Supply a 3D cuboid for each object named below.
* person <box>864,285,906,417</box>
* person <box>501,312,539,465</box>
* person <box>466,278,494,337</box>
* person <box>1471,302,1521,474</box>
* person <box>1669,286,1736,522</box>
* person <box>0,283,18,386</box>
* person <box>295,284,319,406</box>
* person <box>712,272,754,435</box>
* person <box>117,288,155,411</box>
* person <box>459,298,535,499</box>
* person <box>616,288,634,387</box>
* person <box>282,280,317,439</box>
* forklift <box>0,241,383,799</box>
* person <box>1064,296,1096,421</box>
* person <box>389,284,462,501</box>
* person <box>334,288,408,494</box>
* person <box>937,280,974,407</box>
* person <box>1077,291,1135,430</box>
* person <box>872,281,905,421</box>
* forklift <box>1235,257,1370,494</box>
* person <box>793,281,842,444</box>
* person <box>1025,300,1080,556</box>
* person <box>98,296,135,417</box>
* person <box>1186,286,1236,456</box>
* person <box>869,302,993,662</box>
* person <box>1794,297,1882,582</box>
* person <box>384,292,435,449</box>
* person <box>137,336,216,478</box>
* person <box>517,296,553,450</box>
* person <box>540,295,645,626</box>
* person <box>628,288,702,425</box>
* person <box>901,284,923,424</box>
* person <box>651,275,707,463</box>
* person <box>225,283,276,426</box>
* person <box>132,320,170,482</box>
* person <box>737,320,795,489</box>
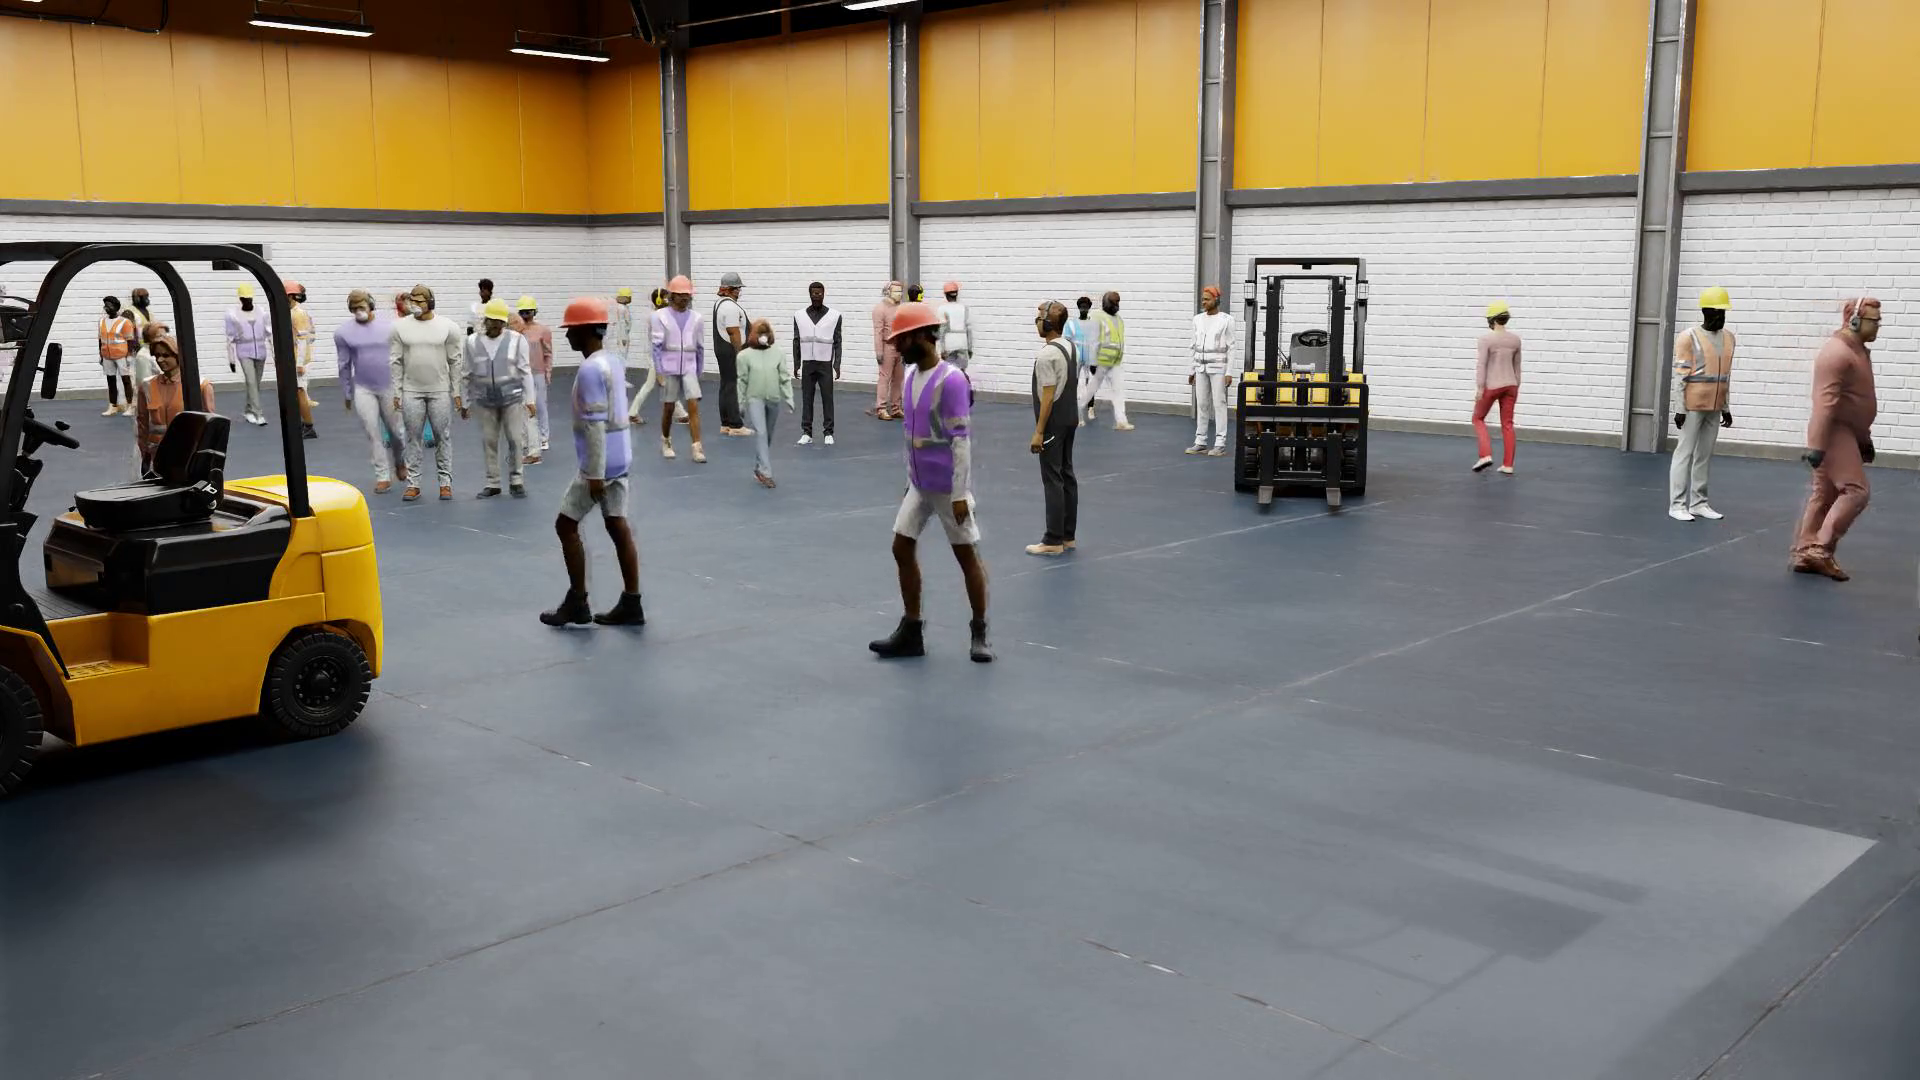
[{"bbox_3d":[-0.901,-2.674,23.420,1.015,1.877,0.672,-3,10,-20],"label":"person"},{"bbox_3d":[-4.675,-1.580,17.508,0.532,1.612,0.473,6,11,34],"label":"person"},{"bbox_3d":[-6.985,-2.910,24.686,0.608,1.944,0.868,1,9,8],"label":"person"},{"bbox_3d":[5.460,-1.539,16.885,0.533,1.734,0.485,-3,10,-19],"label":"person"},{"bbox_3d":[6.142,-1.118,13.713,0.589,1.927,0.387,-4,10,-22],"label":"person"},{"bbox_3d":[-13.374,-2.605,22.992,0.668,1.871,0.582,2,10,14],"label":"person"},{"bbox_3d":[-9.952,-2.933,25.112,0.429,1.843,0.624,-6,11,-32],"label":"person"},{"bbox_3d":[-2.810,-2.334,20.822,0.538,2.000,0.684,-4,10,-24],"label":"person"},{"bbox_3d":[-11.884,-2.753,24.186,0.975,1.795,0.626,2,9,12],"label":"person"},{"bbox_3d":[-4.153,-1.258,14.945,0.666,1.811,0.442,-1,9,-5],"label":"person"},{"bbox_3d":[-5.877,-3.553,29.208,0.319,1.743,0.488,-1,9,-7],"label":"person"},{"bbox_3d":[-8.130,-2.183,20.268,0.414,1.929,0.561,-5,10,-27],"label":"person"},{"bbox_3d":[-3.706,-0.171,7.093,1.214,2.155,2.313,9,13,43],"label":"forklift"},{"bbox_3d":[1.679,-2.477,22.750,0.534,1.698,0.318,0,9,3],"label":"person"},{"bbox_3d":[-4.775,-1.317,14.910,0.628,1.937,0.378,-1,9,-9],"label":"person"},{"bbox_3d":[-5.431,-1.400,15.533,0.699,1.902,0.712,-1,9,-8],"label":"person"},{"bbox_3d":[-0.051,-2.839,24.326,0.559,1.909,0.747,-4,10,-22],"label":"person"},{"bbox_3d":[1.842,-2.336,21.610,0.957,1.801,0.633,9,13,44],"label":"person"},{"bbox_3d":[-0.905,-2.594,22.837,0.402,1.904,0.652,8,12,40],"label":"person"},{"bbox_3d":[3.309,-1.629,16.029,1.214,2.155,2.313,2,9,11],"label":"forklift"},{"bbox_3d":[-1.686,-2.088,19.682,0.591,1.921,0.390,1,9,6],"label":"person"},{"bbox_3d":[0.676,-0.804,12.037,0.343,1.847,0.506,5,11,29],"label":"person"},{"bbox_3d":[-11.832,-2.568,23.312,0.532,1.697,0.319,1,9,8],"label":"person"},{"bbox_3d":[2.785,-1.872,18.474,0.586,1.879,0.341,9,13,44],"label":"person"},{"bbox_3d":[-0.155,-0.295,8.776,0.627,1.892,0.641,-7,11,-35],"label":"person"},{"bbox_3d":[5.864,-0.665,11.073,0.535,1.888,0.661,6,11,34],"label":"person"},{"bbox_3d":[-6.286,-1.932,19.088,0.952,1.794,0.593,3,10,15],"label":"person"},{"bbox_3d":[-5.107,-0.513,10.884,0.521,1.639,0.311,0,9,3],"label":"person"},{"bbox_3d":[-4.914,-1.900,19.003,0.525,1.769,0.312,0,9,0],"label":"person"},{"bbox_3d":[-2.171,-0.442,9.586,0.727,1.911,0.582,1,9,5],"label":"person"},{"bbox_3d":[-3.993,-2.422,22.067,0.995,1.822,0.544,-1,9,-8],"label":"person"},{"bbox_3d":[-0.582,-2.474,22.219,0.509,1.868,0.328,7,11,35],"label":"person"},{"bbox_3d":[-3.028,-1.849,17.951,0.614,2.022,0.810,-4,10,-24],"label":"person"},{"bbox_3d":[-9.447,-2.471,22.161,0.602,1.885,0.976,-9,13,-44],"label":"person"},{"bbox_3d":[-7.439,-1.225,15.346,0.608,1.594,0.537,1,9,3],"label":"person"},{"bbox_3d":[-1.884,-1.318,15.964,0.513,1.593,0.843,-5,10,-26],"label":"person"}]
